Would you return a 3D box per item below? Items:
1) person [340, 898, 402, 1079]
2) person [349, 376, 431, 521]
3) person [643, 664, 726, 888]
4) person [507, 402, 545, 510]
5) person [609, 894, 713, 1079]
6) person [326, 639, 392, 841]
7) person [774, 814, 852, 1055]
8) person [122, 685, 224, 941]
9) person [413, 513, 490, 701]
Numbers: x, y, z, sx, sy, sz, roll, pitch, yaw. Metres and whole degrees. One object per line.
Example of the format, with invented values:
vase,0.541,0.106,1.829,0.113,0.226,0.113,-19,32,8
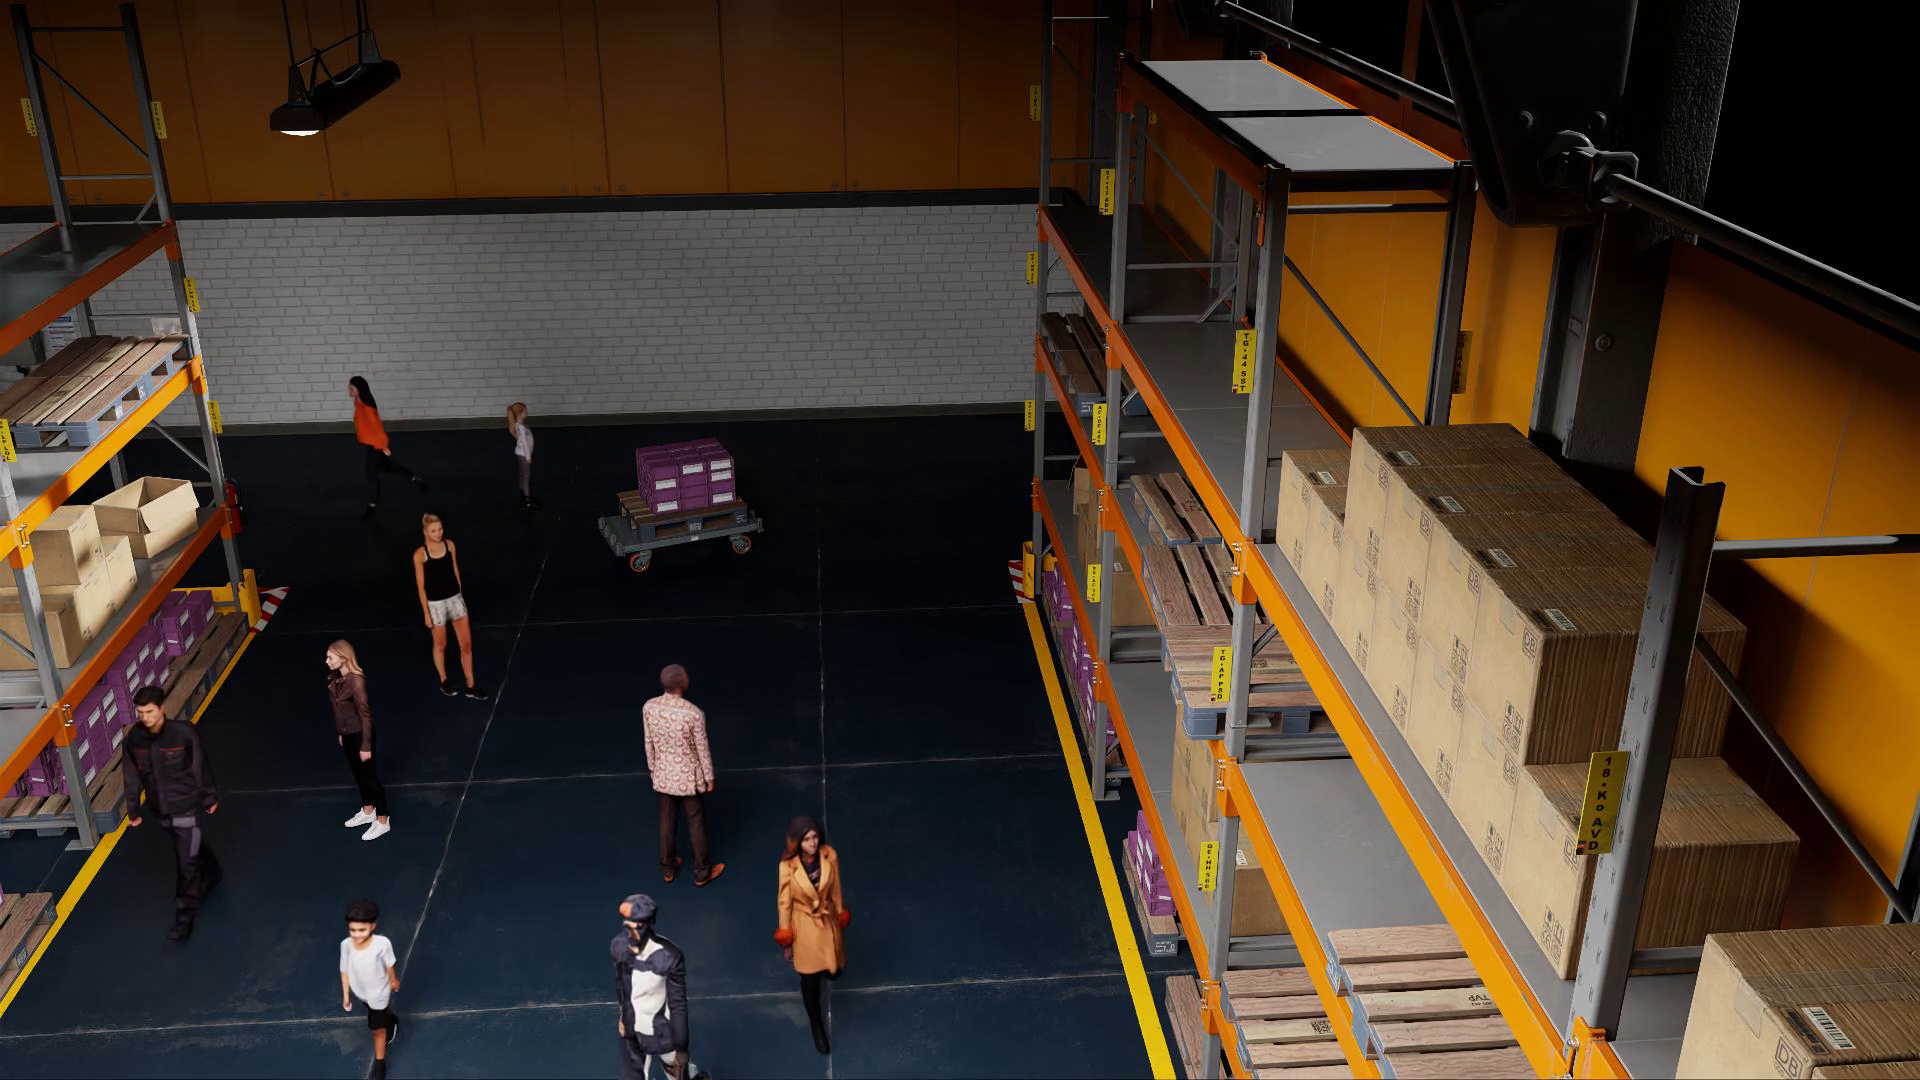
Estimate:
person,-3.795,2.824,10.756,0.569,1.236,0.906,1,24,3
person,-6.621,-1.084,19.105,1.044,1.711,1.149,-13,27,-27
person,-2.104,1.762,12.474,0.772,1.807,0.740,8,25,17
person,-5.114,-1.003,19.459,0.609,1.279,0.515,-10,26,-22
person,-1.766,2.874,9.866,1.046,1.858,1.309,8,25,19
person,-4.742,1.547,13.094,0.730,1.704,0.646,-22,32,-40
person,-1.001,2.518,10.867,0.855,1.708,0.956,-11,26,-23
person,-5.672,1.864,12.127,0.826,1.897,1.253,1,24,2
person,-4.770,0.564,15.194,0.901,1.824,0.983,-22,32,-40
